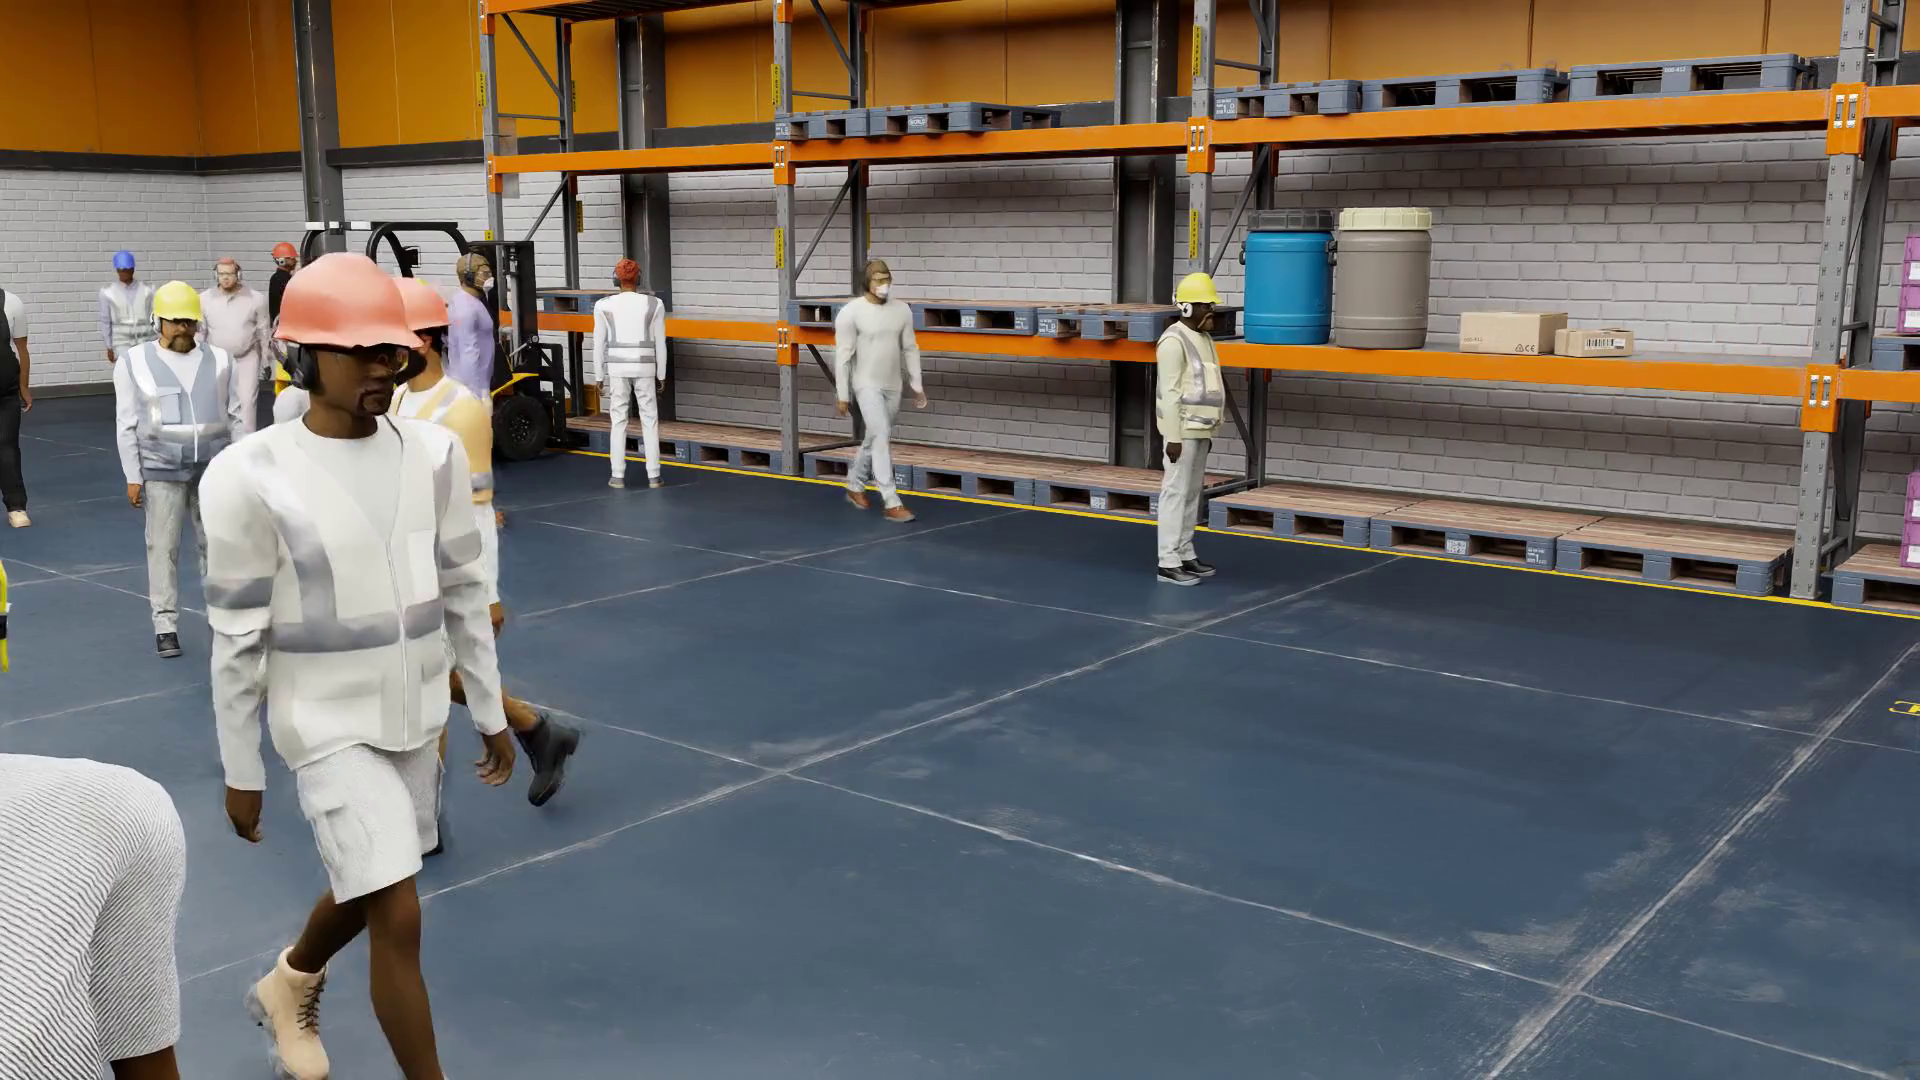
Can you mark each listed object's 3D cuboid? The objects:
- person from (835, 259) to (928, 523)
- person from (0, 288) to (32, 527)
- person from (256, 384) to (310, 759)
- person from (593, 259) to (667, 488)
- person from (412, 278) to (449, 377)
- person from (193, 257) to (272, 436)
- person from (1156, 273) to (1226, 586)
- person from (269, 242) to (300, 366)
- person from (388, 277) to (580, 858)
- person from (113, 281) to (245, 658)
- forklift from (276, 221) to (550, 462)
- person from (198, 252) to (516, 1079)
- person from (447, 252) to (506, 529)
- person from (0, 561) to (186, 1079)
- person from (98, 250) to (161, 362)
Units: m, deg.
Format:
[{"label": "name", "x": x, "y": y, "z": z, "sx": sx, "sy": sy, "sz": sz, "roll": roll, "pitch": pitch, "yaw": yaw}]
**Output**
[{"label": "person", "x": -0.612, "y": -1.108, "z": 12.210, "sx": 0.633, "sy": 1.893, "sz": 1.008, "roll": -9, "pitch": 13, "yaw": -40}, {"label": "person", "x": -6.841, "y": -1.078, "z": 11.603, "sx": 0.677, "sy": 2.000, "sz": 0.536, "roll": -7, "pitch": 12, "yaw": -33}, {"label": "person", "x": -2.465, "y": 0.003, "z": 6.259, "sx": 0.901, "sy": 1.825, "sz": 0.535, "roll": 4, "pitch": 11, "yaw": 20}, {"label": "person", "x": -2.701, "y": -1.358, "z": 13.647, "sx": 0.591, "sy": 1.872, "sz": 0.371, "roll": -1, "pitch": 10, "yaw": -8}, {"label": "person", "x": -4.289, "y": -1.255, "z": 13.452, "sx": 0.501, "sy": 1.710, "sz": 0.509, "roll": -1, "pitch": 10, "yaw": -7}, {"label": "person", "x": -6.699, "y": -1.668, "z": 15.347, "sx": 0.653, "sy": 1.878, "sz": 0.887, "roll": -3, "pitch": 11, "yaw": -16}, {"label": "person", "x": 1.370, "y": -0.660, "z": 9.861, "sx": 0.403, "sy": 1.831, "sz": 0.596, "roll": 5, "pitch": 12, "yaw": 28}, {"label": "person", "x": -7.729, "y": -2.415, "z": 19.138, "sx": 0.386, "sy": 1.996, "sz": 0.610, "roll": -2, "pitch": 11, "yaw": -14}, {"label": "person", "x": -1.666, "y": 0.085, "z": 5.536, "sx": 0.803, "sy": 1.908, "sz": 0.569, "roll": -8, "pitch": 13, "yaw": -39}, {"label": "person", "x": -3.796, "y": -0.350, "z": 8.163, "sx": 0.587, "sy": 1.828, "sz": 0.404, "roll": -8, "pitch": 13, "yaw": -39}, {"label": "forklift", "x": -4.922, "y": -1.741, "z": 14.854, "sx": 1.214, "sy": 2.155, "sz": 2.313, "roll": 8, "pitch": 13, "yaw": 38}, {"label": "person", "x": -1.347, "y": 0.376, "z": 3.665, "sx": 1.010, "sy": 2.009, "sz": 0.620, "roll": 7, "pitch": 12, "yaw": 34}, {"label": "person", "x": -3.423, "y": -1.049, "z": 11.726, "sx": 0.354, "sy": 1.937, "sz": 0.635, "roll": -2, "pitch": 11, "yaw": -14}, {"label": "person", "x": -0.933, "y": 0.827, "z": 1.515, "sx": 0.519, "sy": 1.874, "sz": 0.327, "roll": -5, "pitch": 11, "yaw": -26}, {"label": "person", "x": -8.801, "y": -2.119, "z": 17.712, "sx": 0.599, "sy": 1.925, "sz": 0.866, "roll": -7, "pitch": 12, "yaw": -33}]
